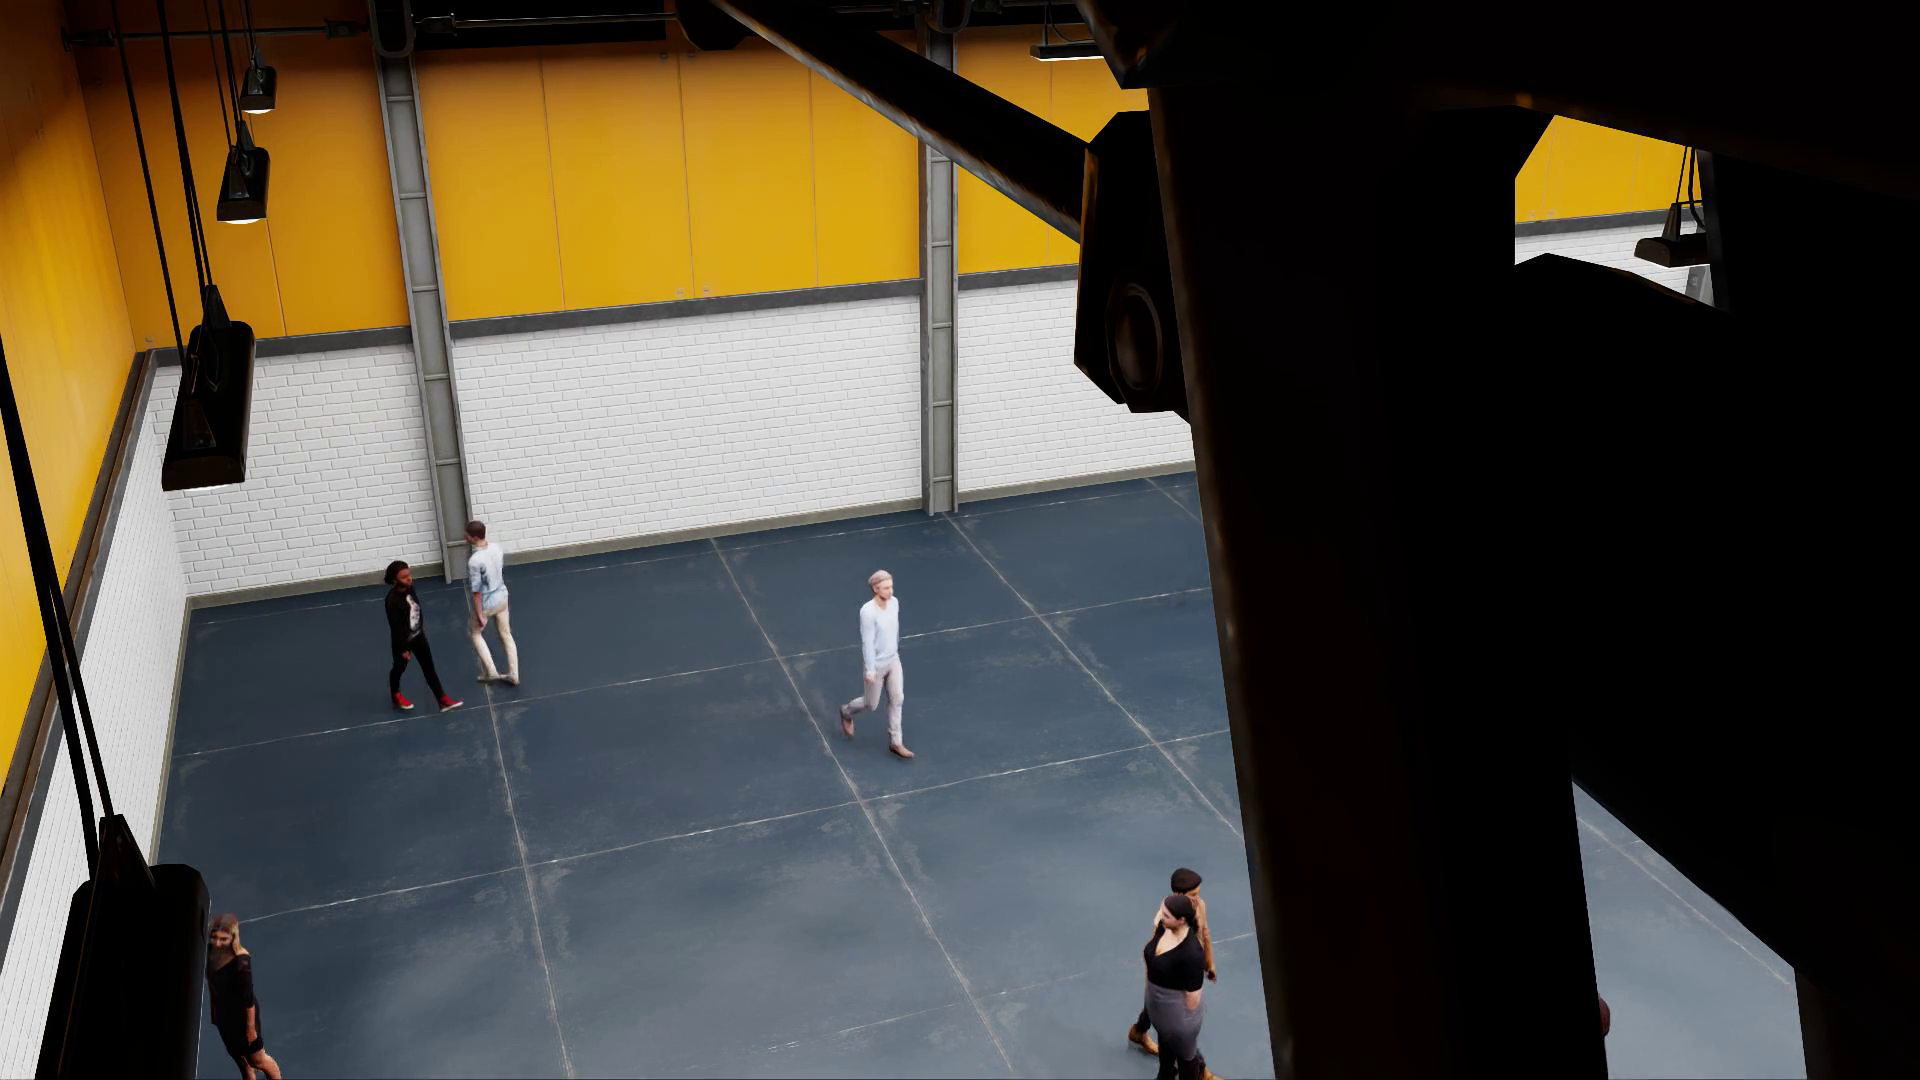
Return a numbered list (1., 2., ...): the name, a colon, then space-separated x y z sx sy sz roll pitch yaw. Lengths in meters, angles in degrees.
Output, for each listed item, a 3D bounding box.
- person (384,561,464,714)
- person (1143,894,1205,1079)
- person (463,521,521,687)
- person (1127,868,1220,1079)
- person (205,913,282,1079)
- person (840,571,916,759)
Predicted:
1. person: -5.524 0.976 16.416 1.140 1.633 1.059 10 25 21
2. person: 1.473 3.142 11.315 0.606 1.750 0.666 -9 25 -20
3. person: -4.687 0.669 16.873 0.887 1.829 0.820 14 27 29
4. person: 1.467 3.008 11.705 1.074 1.683 1.161 19 30 37
5. person: -4.895 3.216 11.244 0.694 1.671 0.681 -20 31 -38
6. person: -0.816 1.151 15.719 1.052 1.872 1.158 19 30 37
